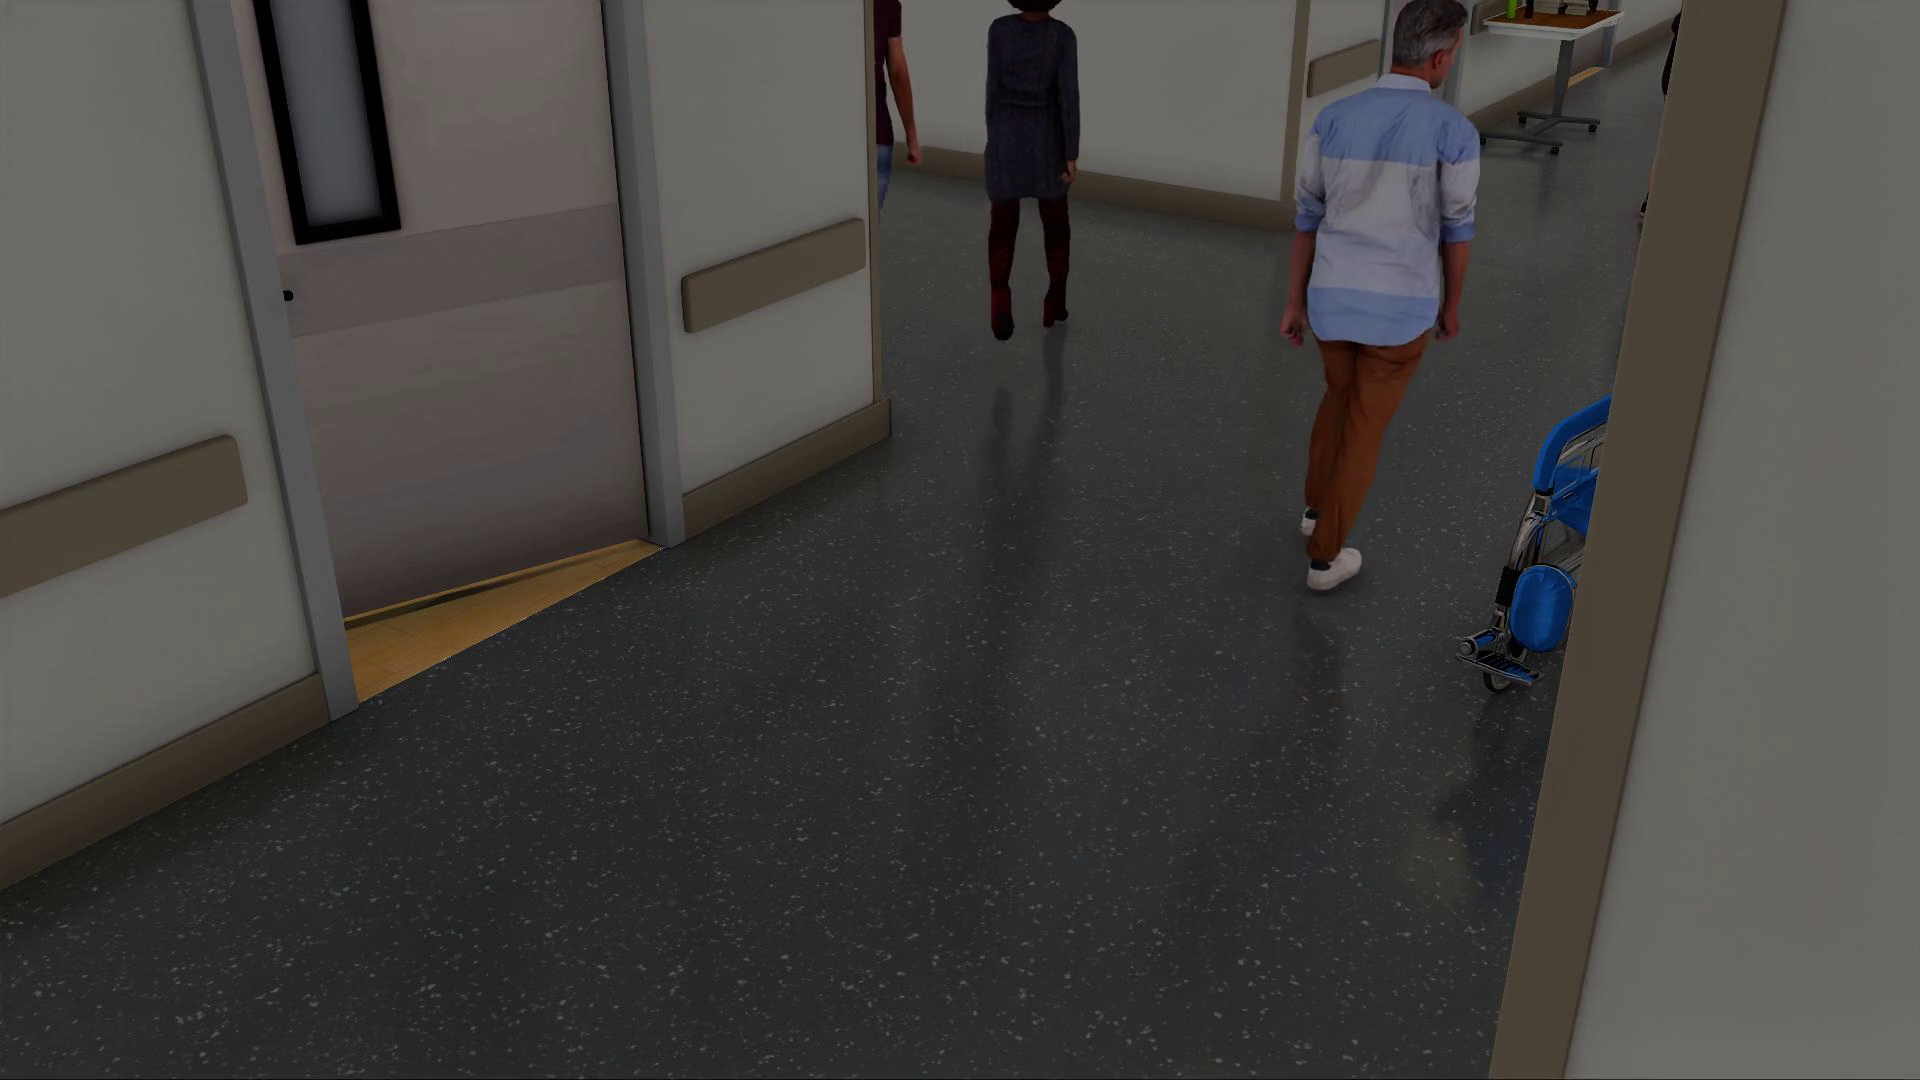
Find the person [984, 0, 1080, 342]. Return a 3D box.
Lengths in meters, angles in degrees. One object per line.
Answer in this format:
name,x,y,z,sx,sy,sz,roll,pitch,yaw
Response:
person,0.265,-1.653,7.170,0.847,1.687,1.125,7,27,14

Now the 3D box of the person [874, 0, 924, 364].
person,-0.499,-1.739,7.213,1.243,1.805,1.175,-11,28,-21

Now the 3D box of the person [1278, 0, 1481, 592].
person,1.217,-0.677,5.027,0.693,1.791,0.769,18,31,33
